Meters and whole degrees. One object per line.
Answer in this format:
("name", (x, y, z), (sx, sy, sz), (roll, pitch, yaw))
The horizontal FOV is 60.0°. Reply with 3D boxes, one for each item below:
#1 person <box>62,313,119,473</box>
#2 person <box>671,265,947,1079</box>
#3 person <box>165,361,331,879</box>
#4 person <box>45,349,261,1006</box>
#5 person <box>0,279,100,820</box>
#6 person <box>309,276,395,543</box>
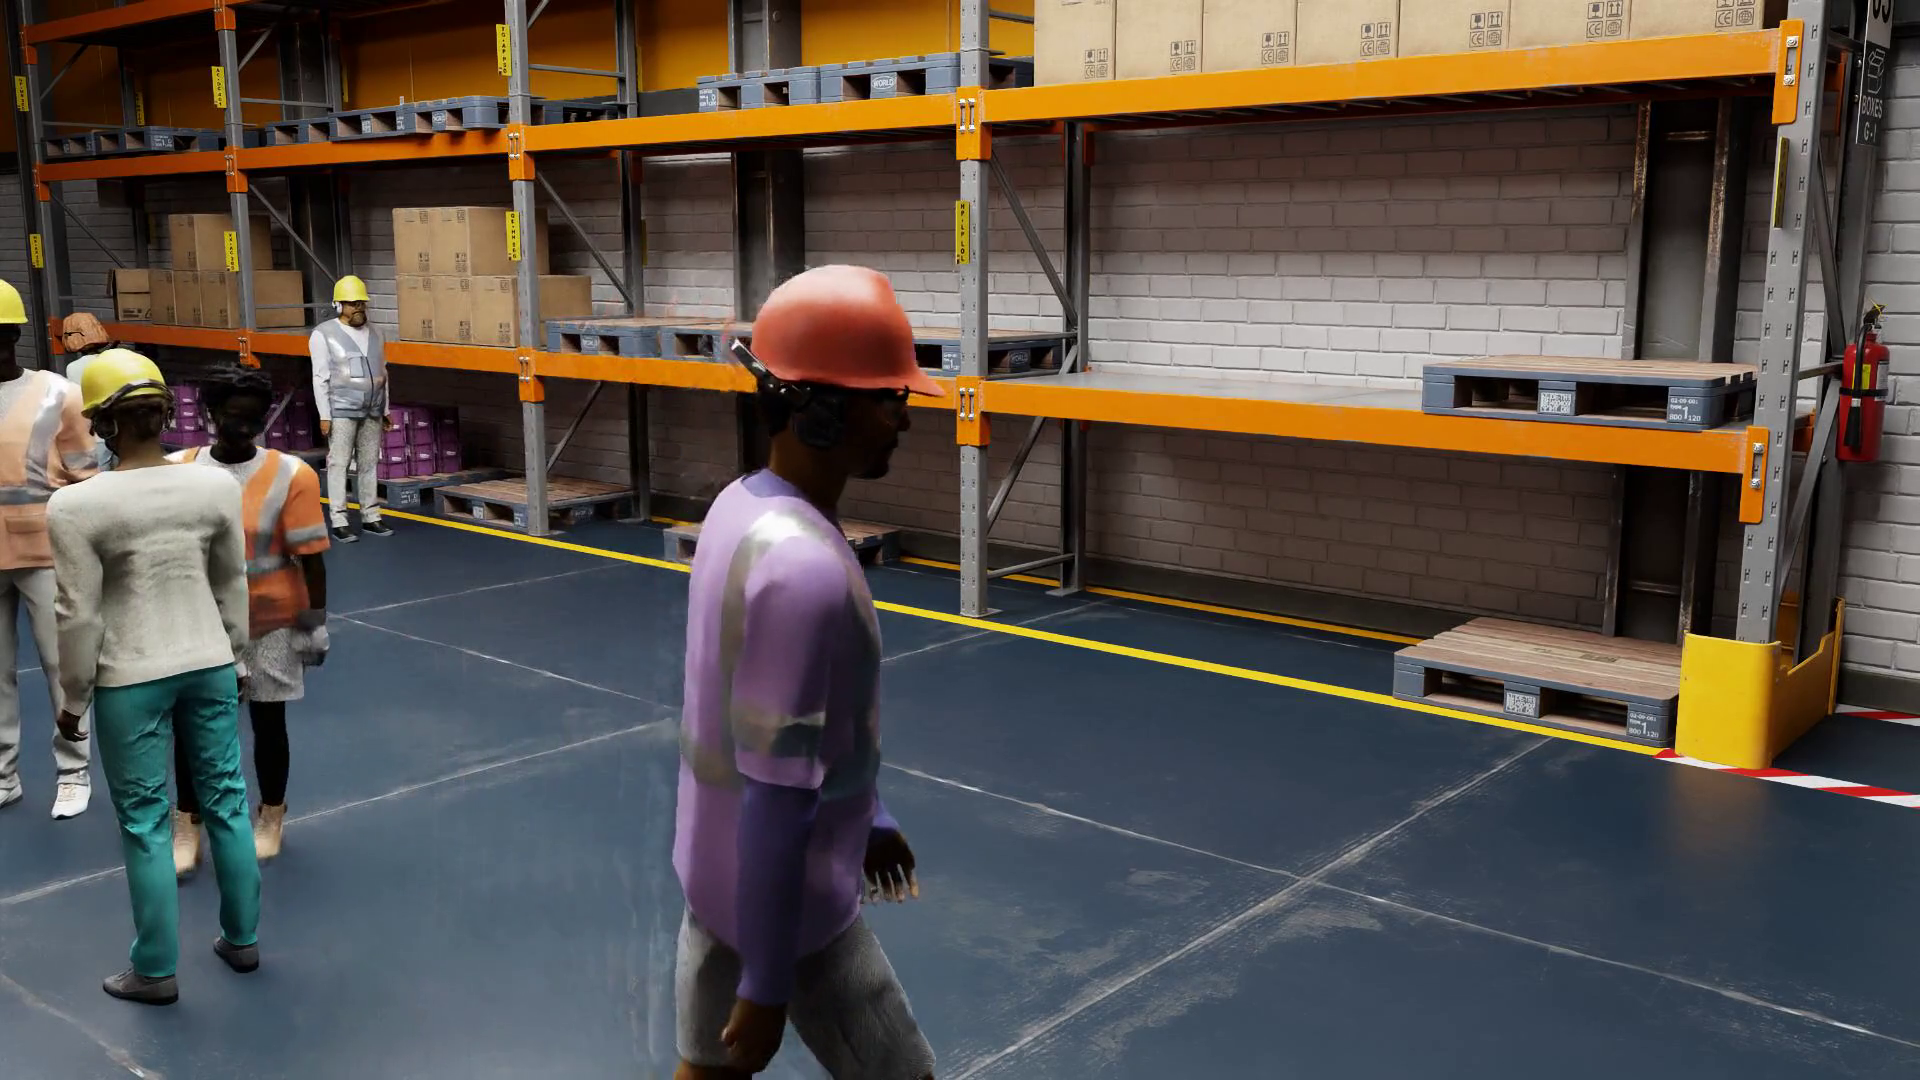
("person", (-5.381, -0.600, 10.388), (0.288, 1.626, 0.497), (0, 10, 2))
("person", (-0.166, 0.553, 2.795), (1.042, 1.986, 0.613), (-3, 11, -19))
("person", (-2.289, 0.258, 5.339), (0.563, 1.668, 0.466), (-1, 10, -5))
("person", (-2.168, 0.369, 4.487), (0.325, 1.760, 0.523), (7, 12, 36))
("person", (-3.338, 0.041, 5.866), (0.585, 1.929, 0.375), (-1, 10, -4))
("person", (-4.193, -0.911, 11.557), (0.404, 1.833, 0.591), (7, 12, 34))
